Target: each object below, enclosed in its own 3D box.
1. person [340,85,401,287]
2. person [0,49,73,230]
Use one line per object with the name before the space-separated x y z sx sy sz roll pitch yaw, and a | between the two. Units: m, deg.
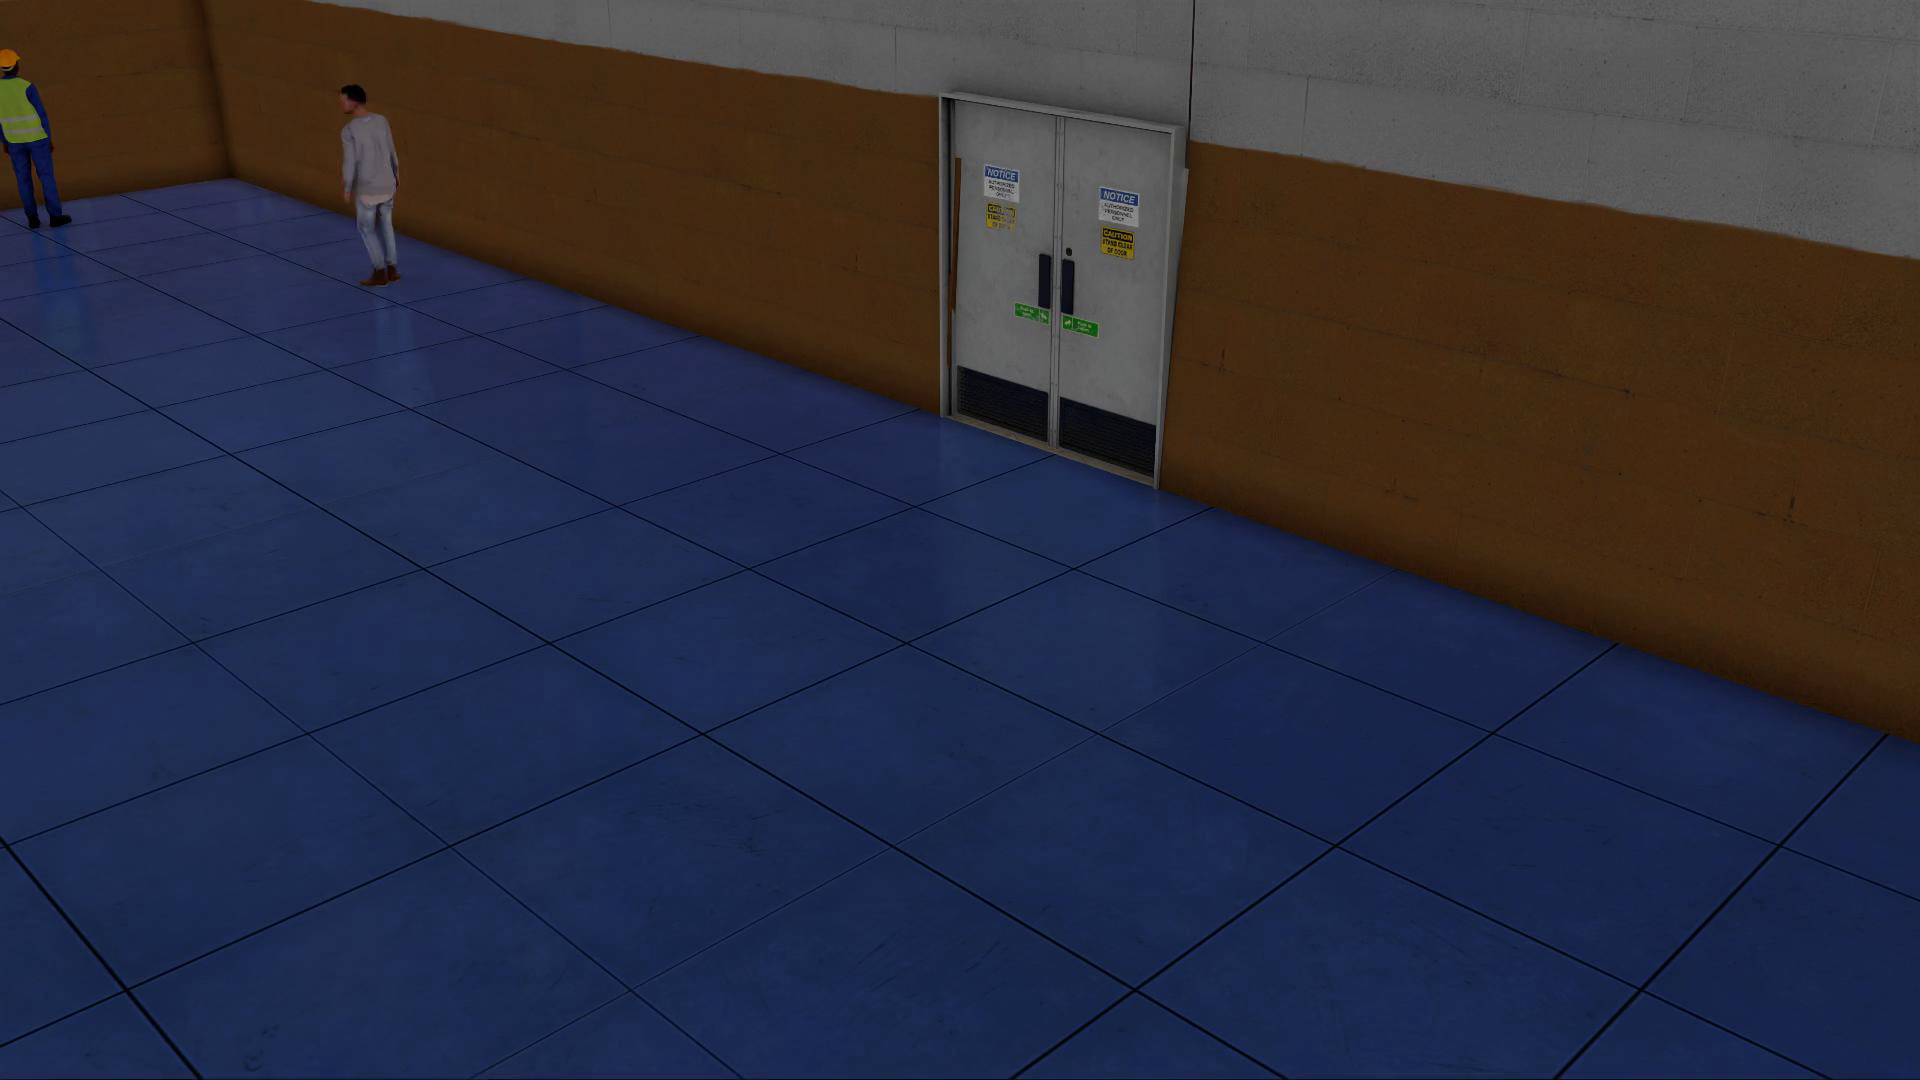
person | -5.331 -3.232 15.152 0.545 1.814 0.813 -17 29 -34
person | -9.717 -4.170 17.297 0.714 1.812 0.818 -5 24 -10
